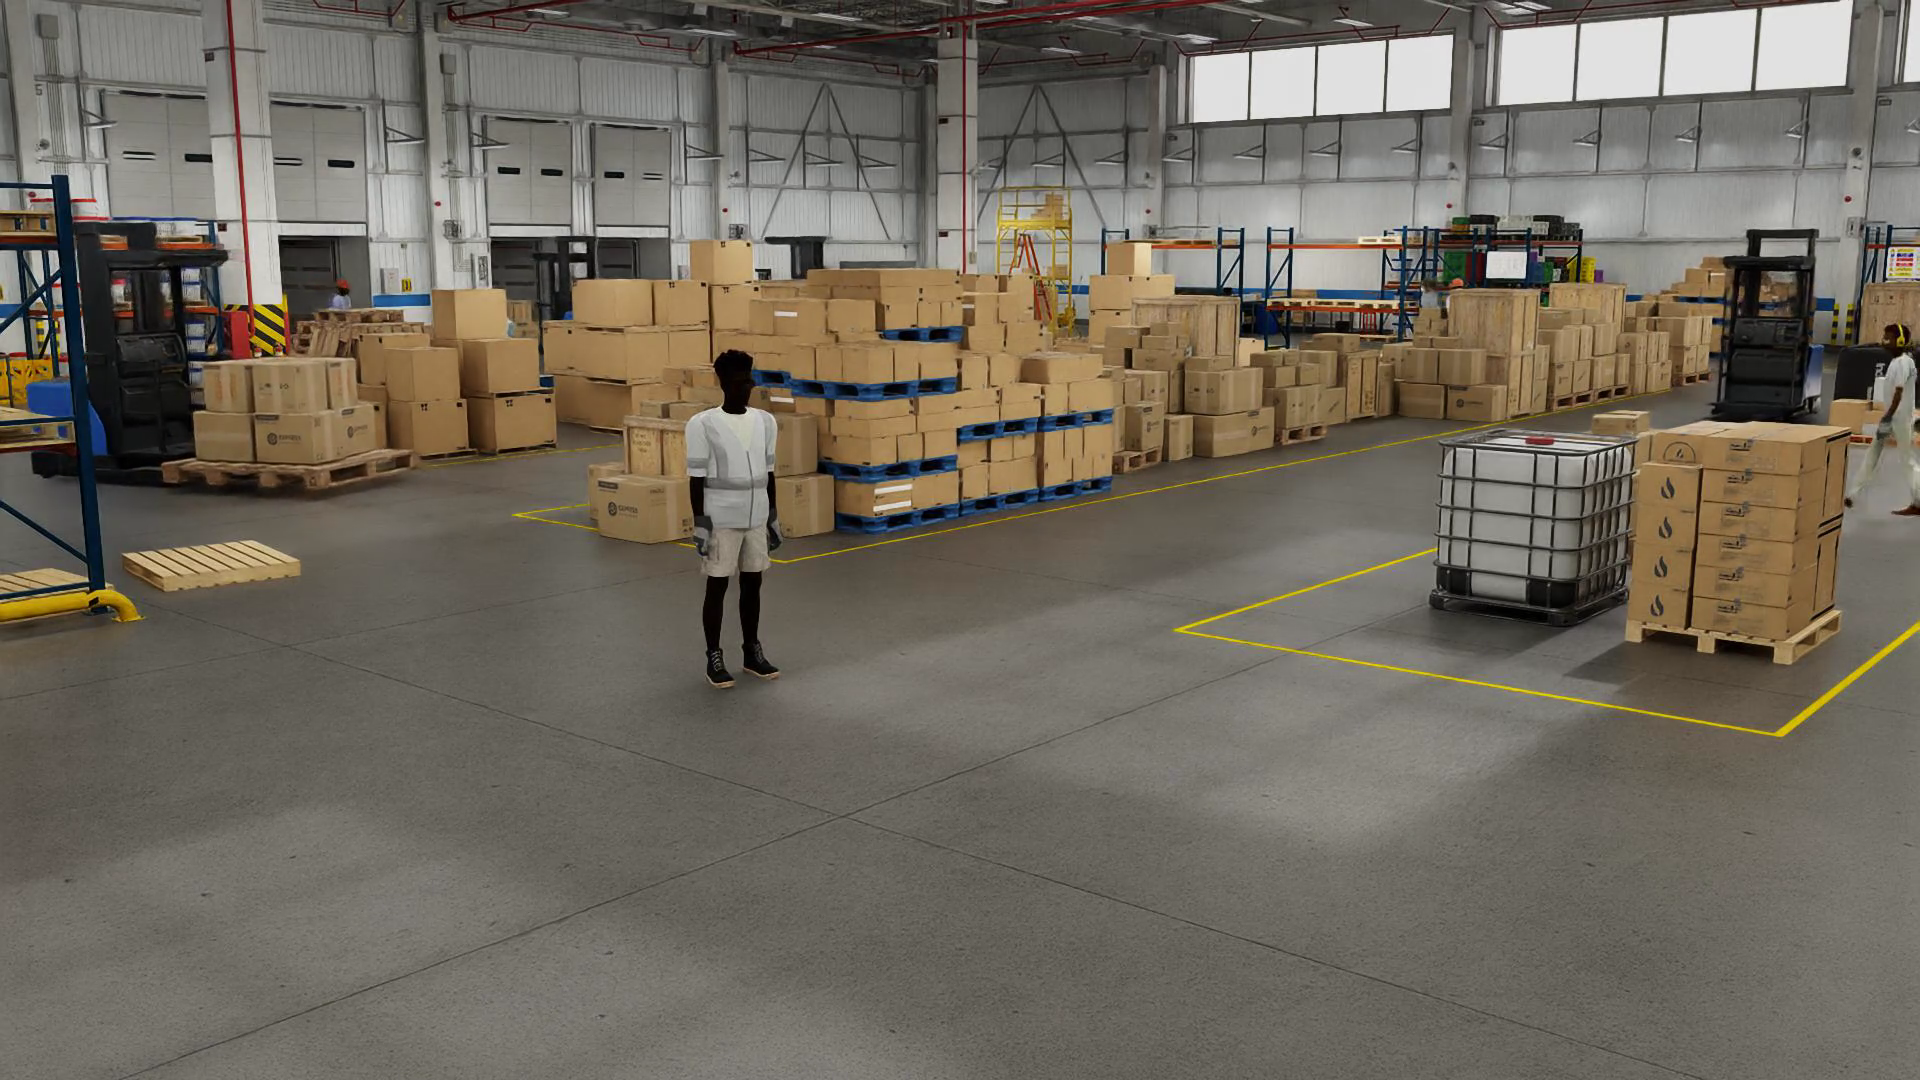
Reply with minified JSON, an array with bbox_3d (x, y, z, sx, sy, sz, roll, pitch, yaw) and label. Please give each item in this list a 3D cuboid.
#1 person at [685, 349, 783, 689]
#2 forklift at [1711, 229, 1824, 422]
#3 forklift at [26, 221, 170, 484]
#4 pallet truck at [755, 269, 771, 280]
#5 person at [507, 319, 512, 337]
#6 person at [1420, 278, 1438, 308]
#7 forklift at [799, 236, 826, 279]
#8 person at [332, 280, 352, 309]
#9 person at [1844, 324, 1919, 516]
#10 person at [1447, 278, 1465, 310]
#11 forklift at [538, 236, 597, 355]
[{"bbox_3d":[-1.307,-0.125,9.732,0.607,1.957,0.367,-9,13,-40],"label":"person"},{"bbox_3d":[12.226,-3.255,24.923,1.129,2.768,1.873,8,13,39],"label":"forklift"},{"bbox_3d":[-9.205,-2.091,18.297,1.873,2.768,1.129,3,10,15],"label":"forklift"},{"bbox_3d":[-4.996,-6.432,45.525,1.885,1.965,0.823,-6,12,-32],"label":"pallet truck"},{"bbox_3d":[-7.709,-3.132,27.779,0.546,1.620,0.456,4,11,22],"label":"person"},{"bbox_3d":[10.052,-4.678,35.830,0.880,1.883,0.708,-1,10,-5],"label":"person"},{"bbox_3d":[-3.510,-5.873,39.831,1.873,2.768,1.129,2,10,14],"label":"forklift"},{"bbox_3d":[-12.732,-4.452,34.557,0.972,1.884,0.573,3,10,14],"label":"person"},{"bbox_3d":[8.810,-1.137,15.872,0.965,1.824,0.546,2,10,13],"label":"person"},{"bbox_3d":[10.202,-4.403,34.147,0.551,1.934,0.373,-2,10,-11],"label":"person"},{"bbox_3d":[-8.868,-5.681,38.740,1.873,2.768,1.129,8,13,40],"label":"forklift"}]
